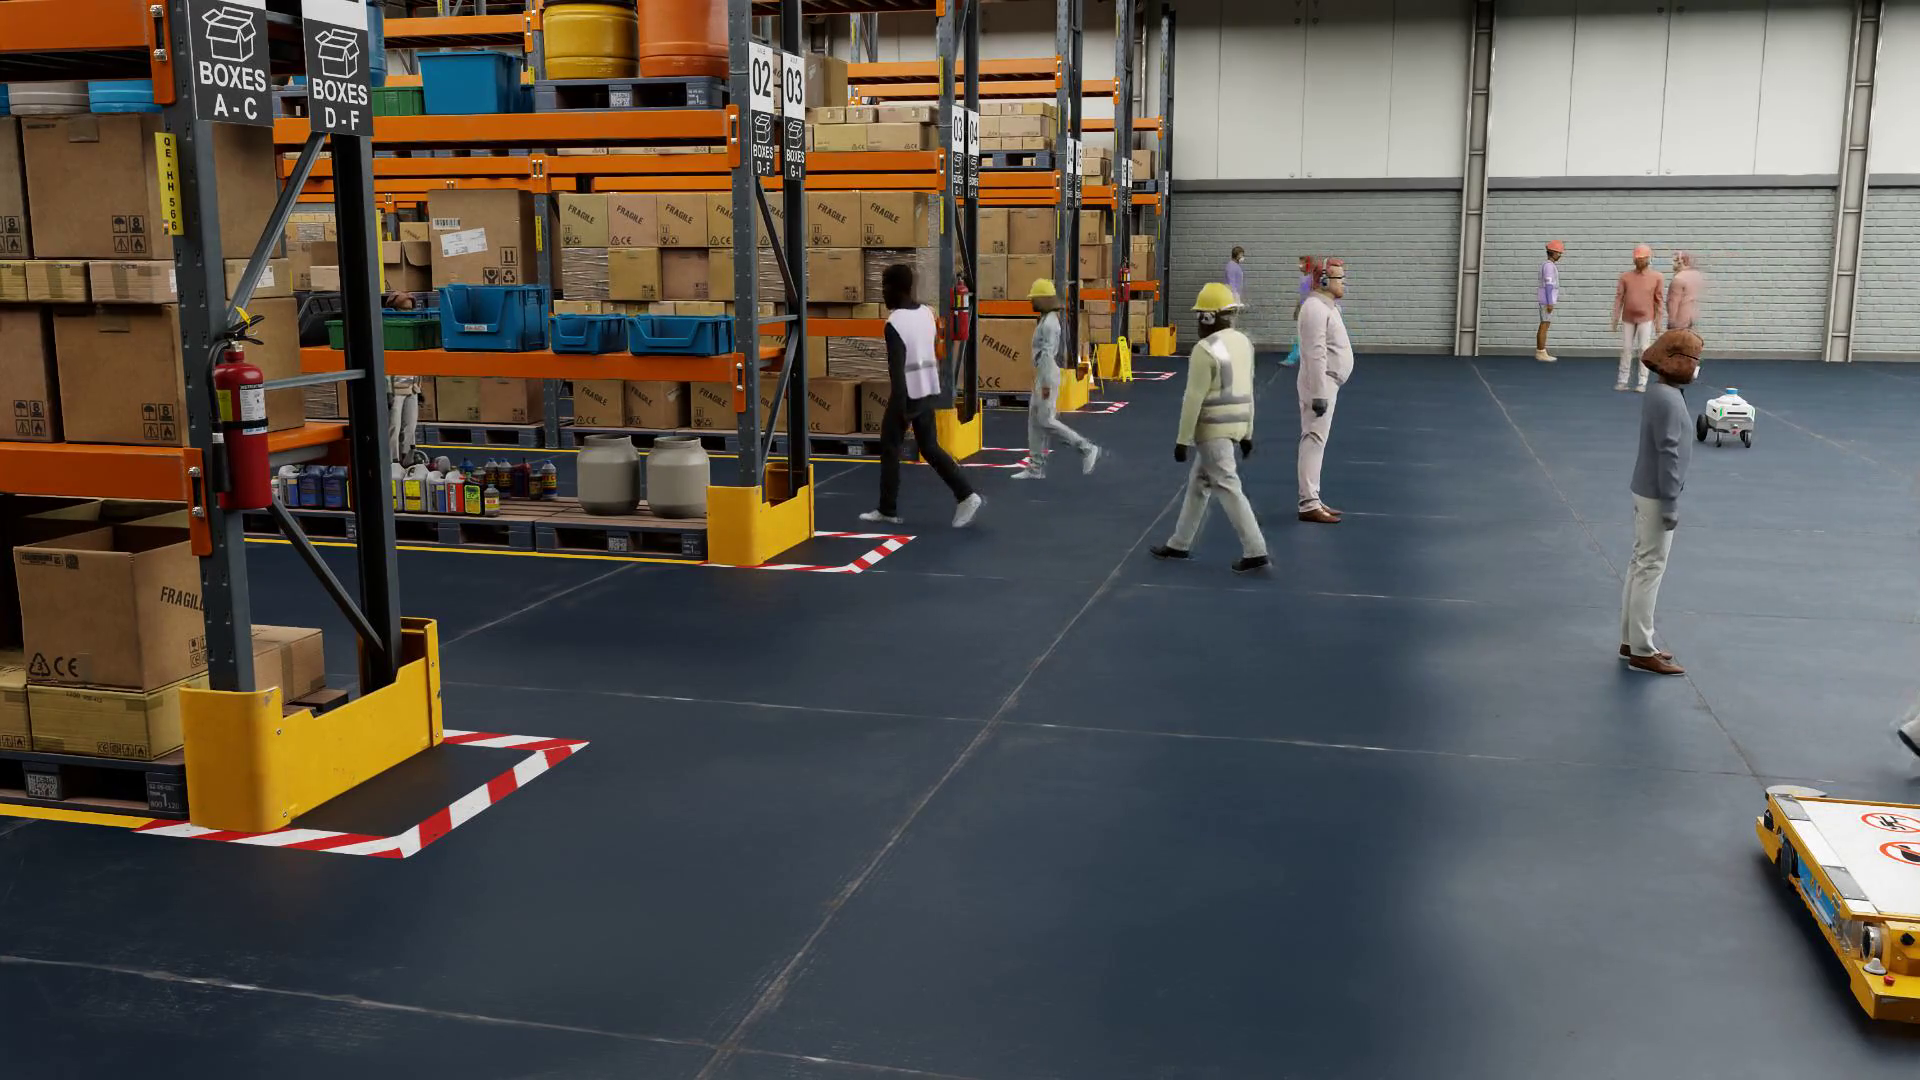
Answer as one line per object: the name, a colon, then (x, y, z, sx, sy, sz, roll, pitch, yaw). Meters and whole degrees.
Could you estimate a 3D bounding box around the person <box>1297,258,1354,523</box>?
person: (2.654, -1.087, 12.132, 0.405, 1.910, 0.636, 3, 11, 15)

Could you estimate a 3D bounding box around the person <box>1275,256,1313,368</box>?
person: (5.576, -3.658, 26.705, 0.986, 1.788, 0.587, -1, 10, -6)

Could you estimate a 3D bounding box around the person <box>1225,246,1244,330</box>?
person: (4.918, -4.301, 29.868, 0.371, 1.934, 0.627, 3, 11, 15)

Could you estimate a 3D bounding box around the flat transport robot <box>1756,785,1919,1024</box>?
flat transport robot: (2.841, 1.041, 4.873, 0.652, 0.197, 1.431, 3, 11, 14)

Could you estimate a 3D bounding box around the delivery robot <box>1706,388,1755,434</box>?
delivery robot: (7.713, -1.275, 16.657, 0.477, 0.478, 0.707, 2, 11, 14)

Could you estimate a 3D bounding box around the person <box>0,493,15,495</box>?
person: (-5.246, -0.548, 8.926, 0.395, 1.985, 0.608, 3, 11, 15)

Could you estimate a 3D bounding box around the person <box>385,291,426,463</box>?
person: (-4.499, -1.182, 13.397, 0.312, 1.639, 0.512, 3, 11, 15)

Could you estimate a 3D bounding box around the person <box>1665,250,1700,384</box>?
person: (10.215, -3.163, 23.665, 0.663, 1.890, 0.424, -10, 14, -43)

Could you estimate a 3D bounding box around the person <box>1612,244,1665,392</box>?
person: (9.164, -3.002, 22.506, 0.619, 1.994, 0.394, 8, 13, 38)

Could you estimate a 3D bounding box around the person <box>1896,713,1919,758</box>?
person: (3.975, 0.155, 6.091, 0.828, 1.601, 0.502, 4, 11, 23)

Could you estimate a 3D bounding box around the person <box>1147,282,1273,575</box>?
person: (1.582, -0.686, 10.251, 0.921, 1.789, 0.609, 7, 13, 35)

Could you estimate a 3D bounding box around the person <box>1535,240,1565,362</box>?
person: (9.945, -4.021, 28.041, 0.395, 2.033, 0.605, 3, 11, 15)

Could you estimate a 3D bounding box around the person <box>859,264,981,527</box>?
person: (-0.296, -1.018, 11.826, 0.911, 1.884, 0.604, 6, 12, 30)

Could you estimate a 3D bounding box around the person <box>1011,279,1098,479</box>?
person: (0.809, -1.354, 14.135, 0.688, 1.721, 0.504, 0, 10, 0)

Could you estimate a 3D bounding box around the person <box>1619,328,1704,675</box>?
person: (3.338, -0.189, 7.915, 0.279, 1.633, 0.497, 3, 11, 15)
